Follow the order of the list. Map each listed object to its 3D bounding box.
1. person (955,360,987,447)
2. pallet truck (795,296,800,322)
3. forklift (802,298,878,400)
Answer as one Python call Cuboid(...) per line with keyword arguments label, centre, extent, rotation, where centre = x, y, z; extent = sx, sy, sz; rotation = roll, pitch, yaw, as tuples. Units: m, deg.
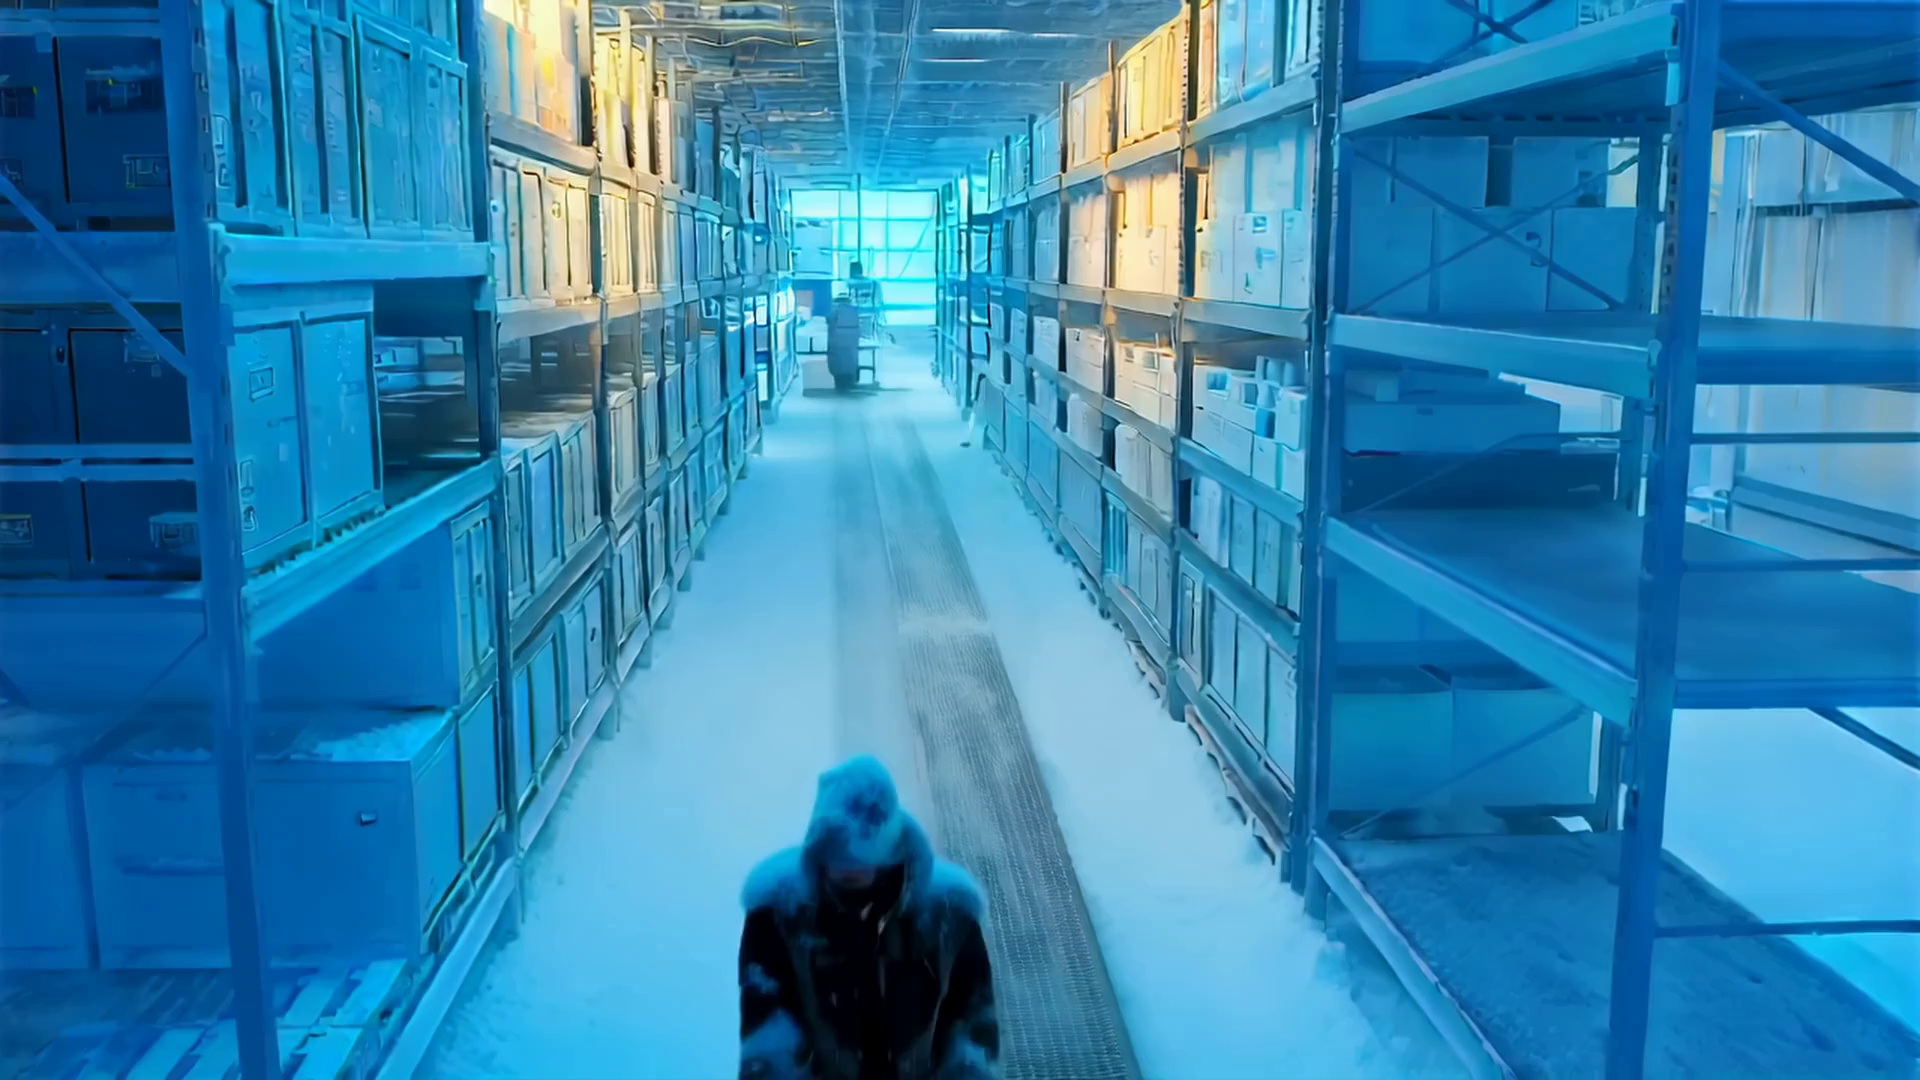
Cuboid(label="person", centre=(0.279, -2.810, 34.415), extent=(0.868, 1.810, 0.589), rotation=(-1, 10, -7))
Cuboid(label="pallet truck", centre=(-8.622, -12.439, 91.403), extent=(1.885, 1.965, 0.823), rotation=(2, 10, 13))
Cuboid(label="forklift", centre=(-3.394, -5.362, 46.495), extent=(1.873, 2.768, 1.129), rotation=(4, 10, 22))
